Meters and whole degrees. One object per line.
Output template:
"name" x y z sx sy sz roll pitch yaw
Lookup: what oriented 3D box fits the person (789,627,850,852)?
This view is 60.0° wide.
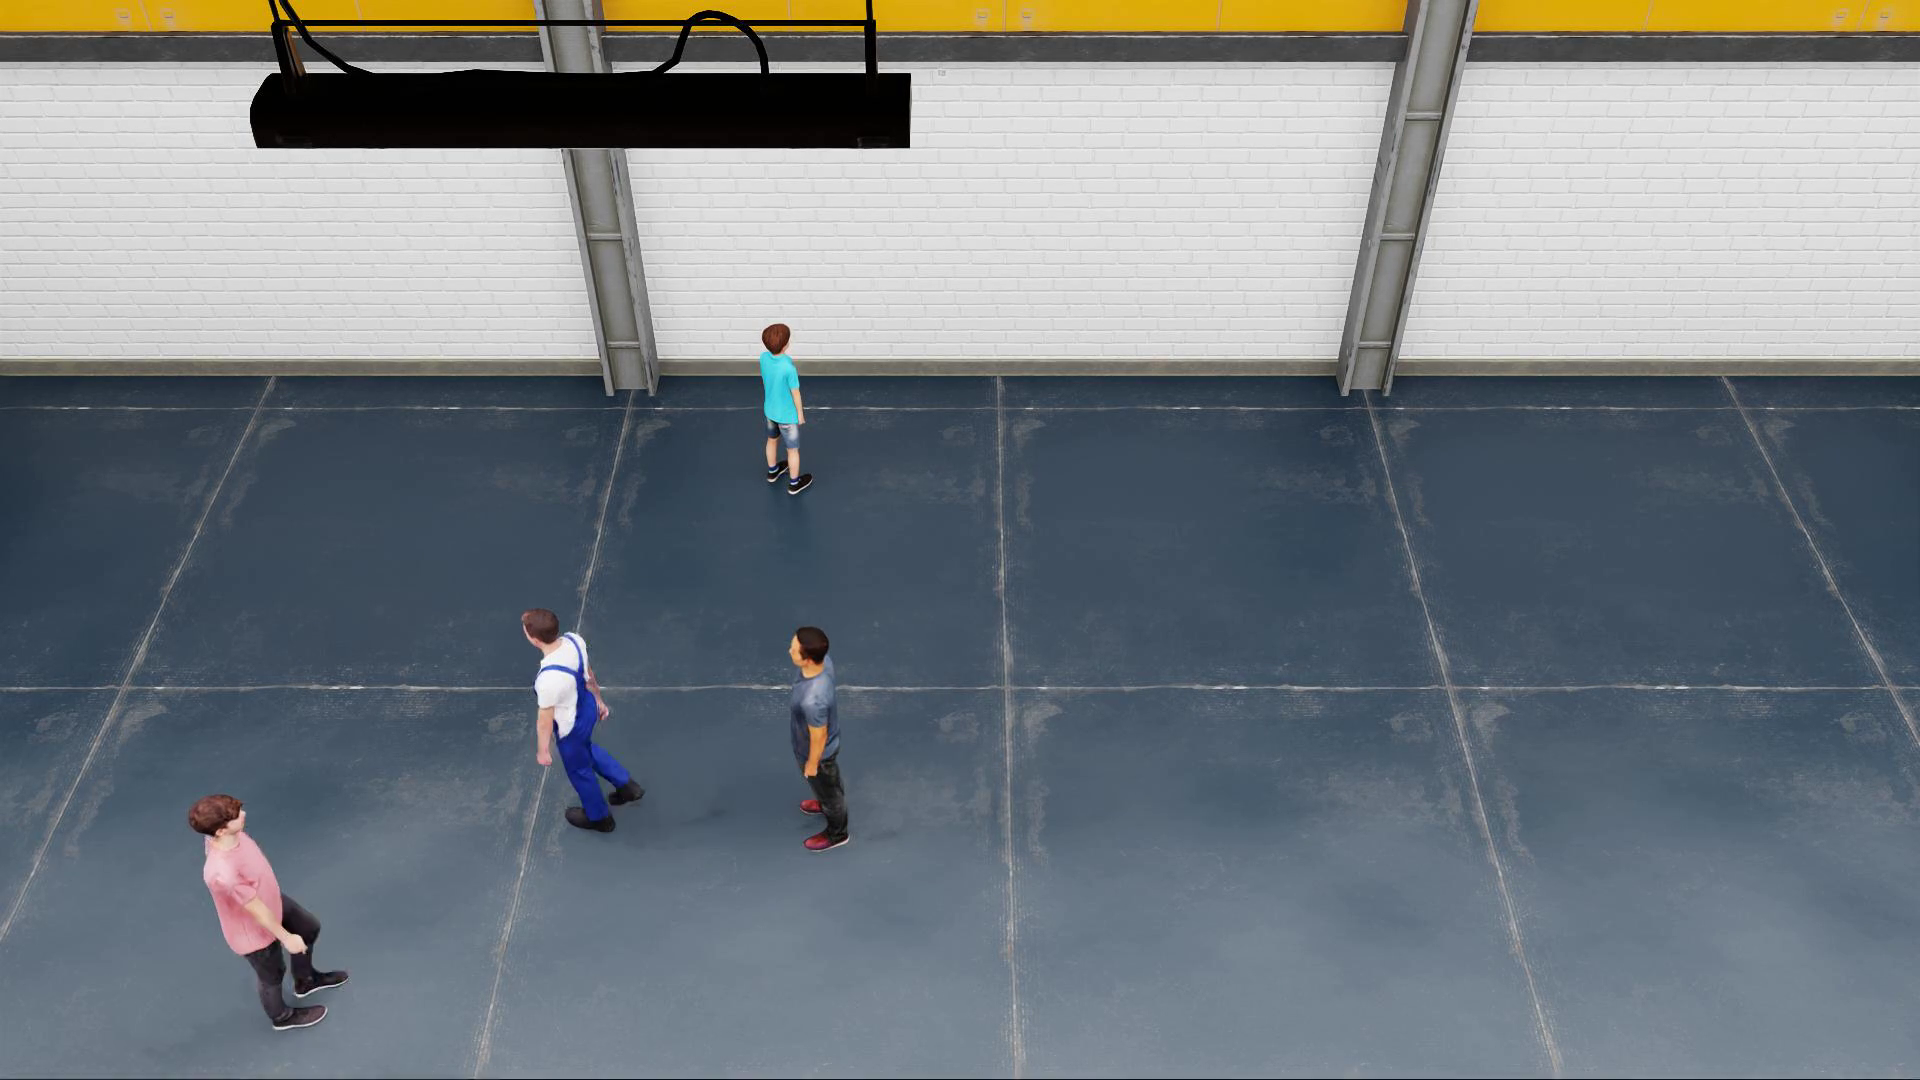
"person" -0.833 1.161 9.805 0.552 1.810 0.665 -4 44 -4

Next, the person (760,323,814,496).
"person" -1.328 -0.984 12.319 0.571 1.448 0.648 29 51 27

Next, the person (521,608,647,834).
"person" -2.185 1.104 9.848 0.806 1.834 0.722 7 44 7

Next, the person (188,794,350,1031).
"person" -3.814 2.034 8.793 0.764 1.943 0.732 -13 45 -13
